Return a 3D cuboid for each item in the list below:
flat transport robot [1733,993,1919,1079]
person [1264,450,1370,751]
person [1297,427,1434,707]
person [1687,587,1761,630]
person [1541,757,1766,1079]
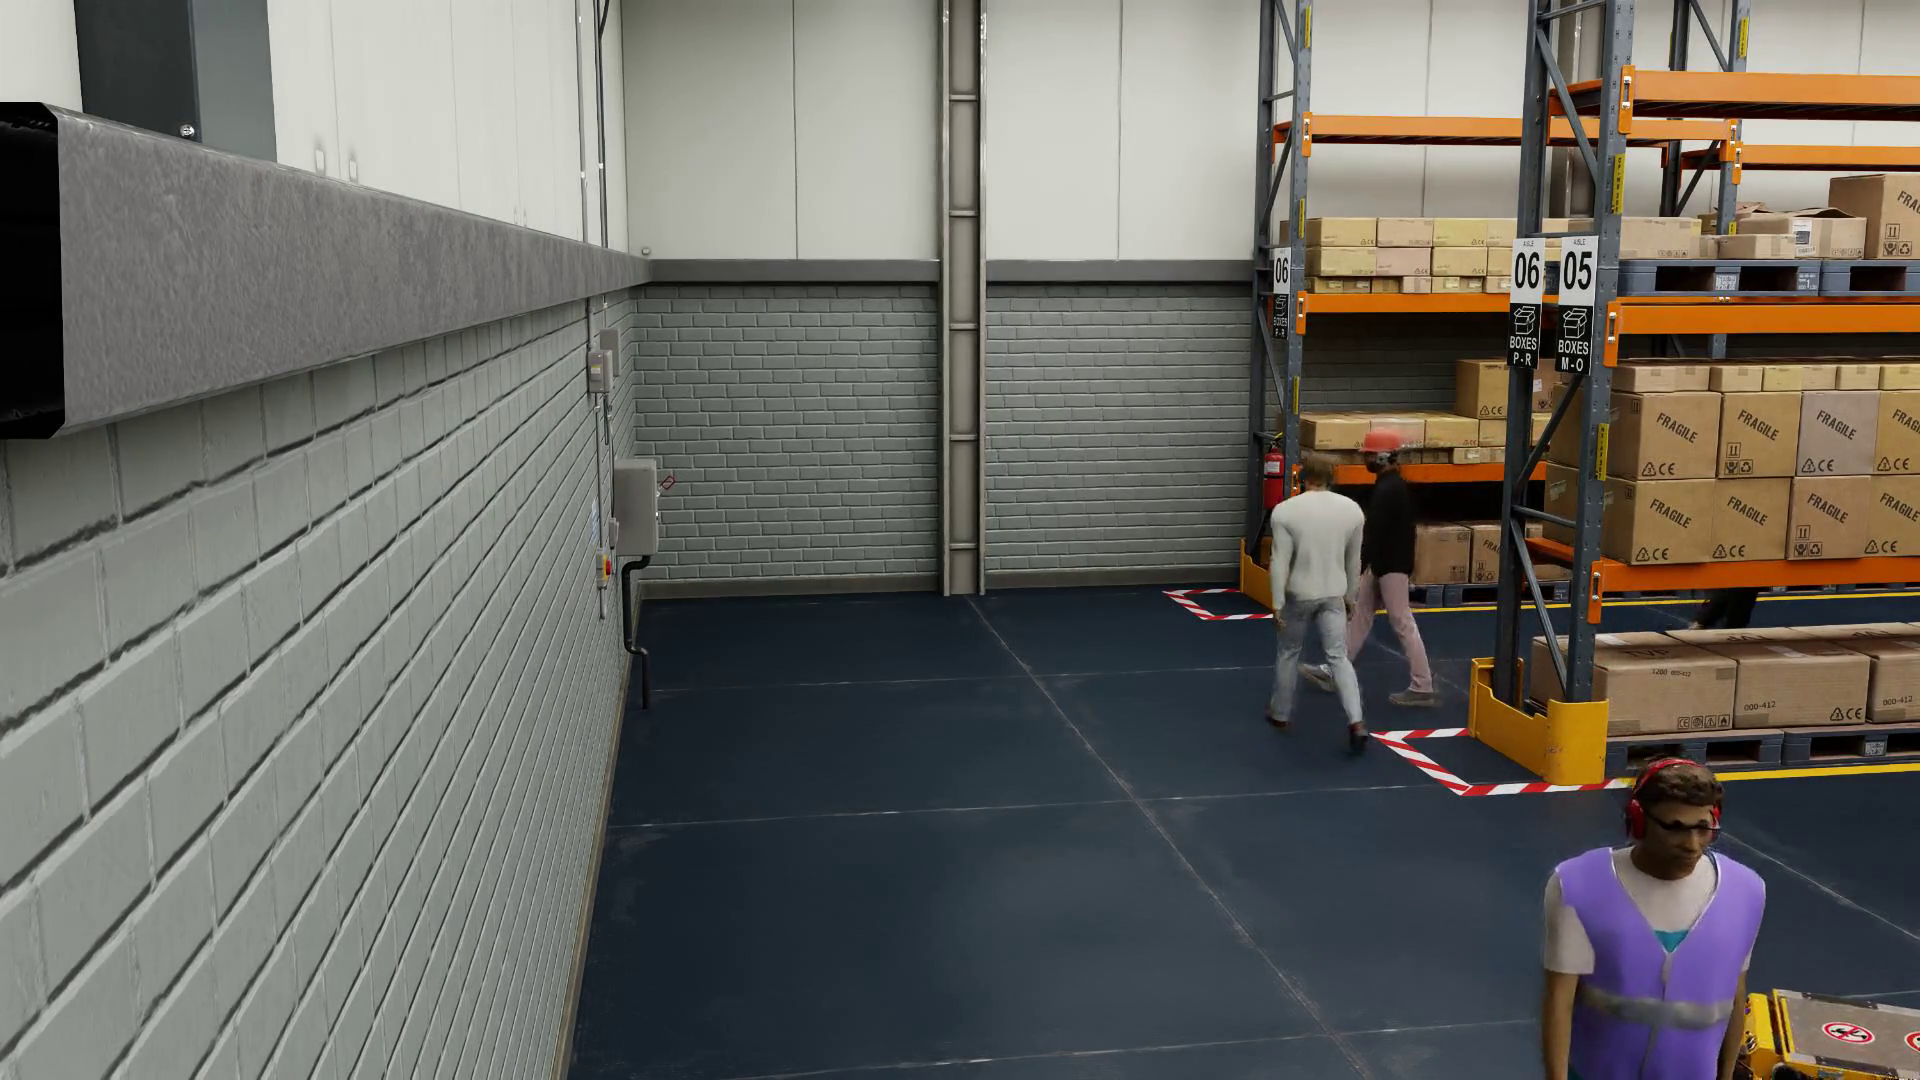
[{"bbox_3d":[3.479,1.925,6.068,1.431,0.197,0.652,4,10,22],"label":"flat transport robot"},{"bbox_3d":[2.301,0.387,10.654,0.634,1.902,0.957,-1,9,-7],"label":"person"},{"bbox_3d":[2.886,0.182,11.658,1.009,1.937,0.632,3,10,17],"label":"person"},{"bbox_3d":[6.039,-0.040,12.740,0.540,2.000,0.680,0,9,-1],"label":"person"},{"bbox_3d":[1.765,1.450,4.253,0.570,1.809,0.800,1,9,7],"label":"person"}]
